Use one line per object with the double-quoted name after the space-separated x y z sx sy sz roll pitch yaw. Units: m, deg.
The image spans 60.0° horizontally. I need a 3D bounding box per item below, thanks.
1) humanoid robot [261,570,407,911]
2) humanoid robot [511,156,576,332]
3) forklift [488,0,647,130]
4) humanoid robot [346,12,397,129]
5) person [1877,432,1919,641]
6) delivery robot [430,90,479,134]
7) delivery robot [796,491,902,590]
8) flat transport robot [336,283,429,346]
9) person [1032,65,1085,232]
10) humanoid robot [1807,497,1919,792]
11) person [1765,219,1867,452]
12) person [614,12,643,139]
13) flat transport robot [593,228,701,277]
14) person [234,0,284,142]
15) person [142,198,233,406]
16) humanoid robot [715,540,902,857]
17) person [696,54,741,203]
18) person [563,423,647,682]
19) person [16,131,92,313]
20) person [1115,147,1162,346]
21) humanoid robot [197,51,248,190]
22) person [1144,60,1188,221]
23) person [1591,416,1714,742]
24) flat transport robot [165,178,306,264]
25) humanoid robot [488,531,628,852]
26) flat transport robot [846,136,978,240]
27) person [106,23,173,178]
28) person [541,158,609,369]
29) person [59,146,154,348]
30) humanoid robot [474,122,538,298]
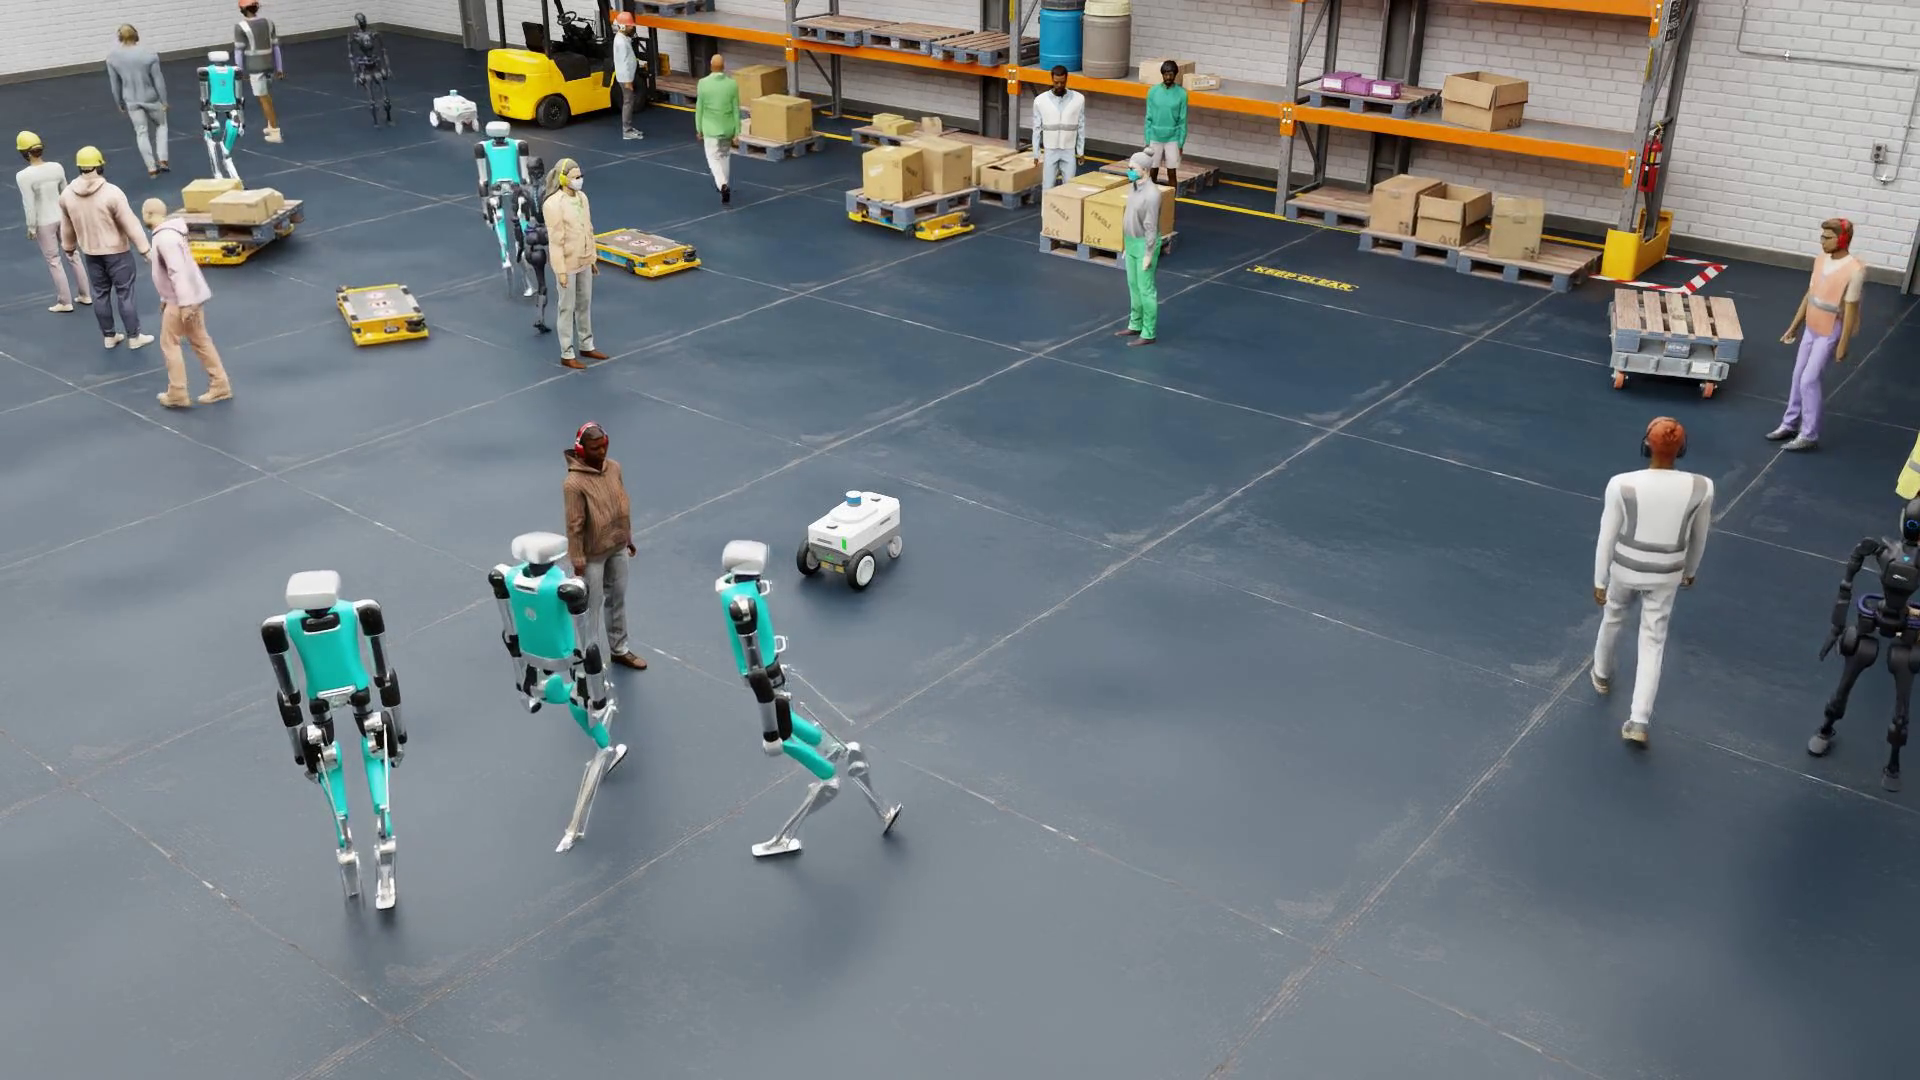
-2.829 1.063 7.711 0.550 1.817 0.711 -9 27 -18 "humanoid robot"
-3.940 -2.796 15.796 0.601 1.655 0.646 -2 26 -3 "humanoid robot"
-5.874 -7.334 24.552 1.214 2.155 2.313 19 32 34 "forklift"
-8.488 -6.773 23.988 0.609 1.638 0.334 -17 31 -31 "humanoid robot"
6.031 -0.248 10.361 0.378 1.768 0.467 14 29 26 "person"
-7.311 -6.222 24.106 0.499 0.576 0.757 -23 34 -39 "delivery robot"
-0.733 -0.021 11.308 0.499 0.614 0.791 15 30 28 "delivery robot"
-5.623 -2.208 16.143 0.659 0.231 1.431 -12 28 -23 "flat transport robot"
1.112 -4.408 18.821 0.595 1.908 0.408 -3 26 -5 "person"
4.975 0.514 8.897 0.602 1.637 0.414 17 31 31 "humanoid robot"
6.787 -1.620 13.128 0.496 1.827 0.588 -1 26 -1 "person"
-4.672 -6.541 23.424 0.351 1.737 0.575 -4 26 -8 "person"
-3.524 -3.131 18.055 1.431 0.231 0.659 22 33 38 "flat transport robot"
-9.836 -6.584 23.207 0.725 2.021 0.611 13 29 25 "person"
-6.582 -1.984 13.986 0.585 1.742 0.575 -6 26 -12 "person"
-0.683 0.814 8.226 0.962 1.794 0.550 -4 26 -8 "humanoid robot"
-2.921 -5.000 20.227 0.528 1.749 0.824 -12 28 -22 "person"
-2.128 0.069 9.832 0.321 1.651 0.474 16 30 30 "person"
-8.926 -3.114 16.300 0.324 1.765 0.532 10 27 19 "person"
1.670 -2.720 15.409 0.338 1.838 0.512 -10 27 -19 "person"
-9.218 -5.221 20.736 0.585 1.757 1.036 -20 32 -35 "humanoid robot"
2.398 -4.668 19.430 0.497 1.843 0.405 6 26 12 "person"
3.862 0.199 9.360 0.578 1.837 0.973 7 27 15 "person"
-8.052 -3.354 18.516 0.659 0.231 1.431 2 26 4 "flat transport robot"
-1.917 0.661 8.577 0.532 1.781 1.004 10 27 20 "humanoid robot"
-0.565 -3.753 19.342 1.431 0.231 0.659 23 34 39 "flat transport robot"
-10.481 -5.634 21.331 0.652 1.926 0.529 -6 27 -13 "person"
-3.467 -2.475 14.862 0.390 1.873 0.561 12 28 24 "person"
-7.838 -2.659 15.254 0.809 1.858 0.438 1 26 3 "person"
-4.481 -3.170 16.523 0.534 1.845 0.770 -6 26 -12 "humanoid robot"
